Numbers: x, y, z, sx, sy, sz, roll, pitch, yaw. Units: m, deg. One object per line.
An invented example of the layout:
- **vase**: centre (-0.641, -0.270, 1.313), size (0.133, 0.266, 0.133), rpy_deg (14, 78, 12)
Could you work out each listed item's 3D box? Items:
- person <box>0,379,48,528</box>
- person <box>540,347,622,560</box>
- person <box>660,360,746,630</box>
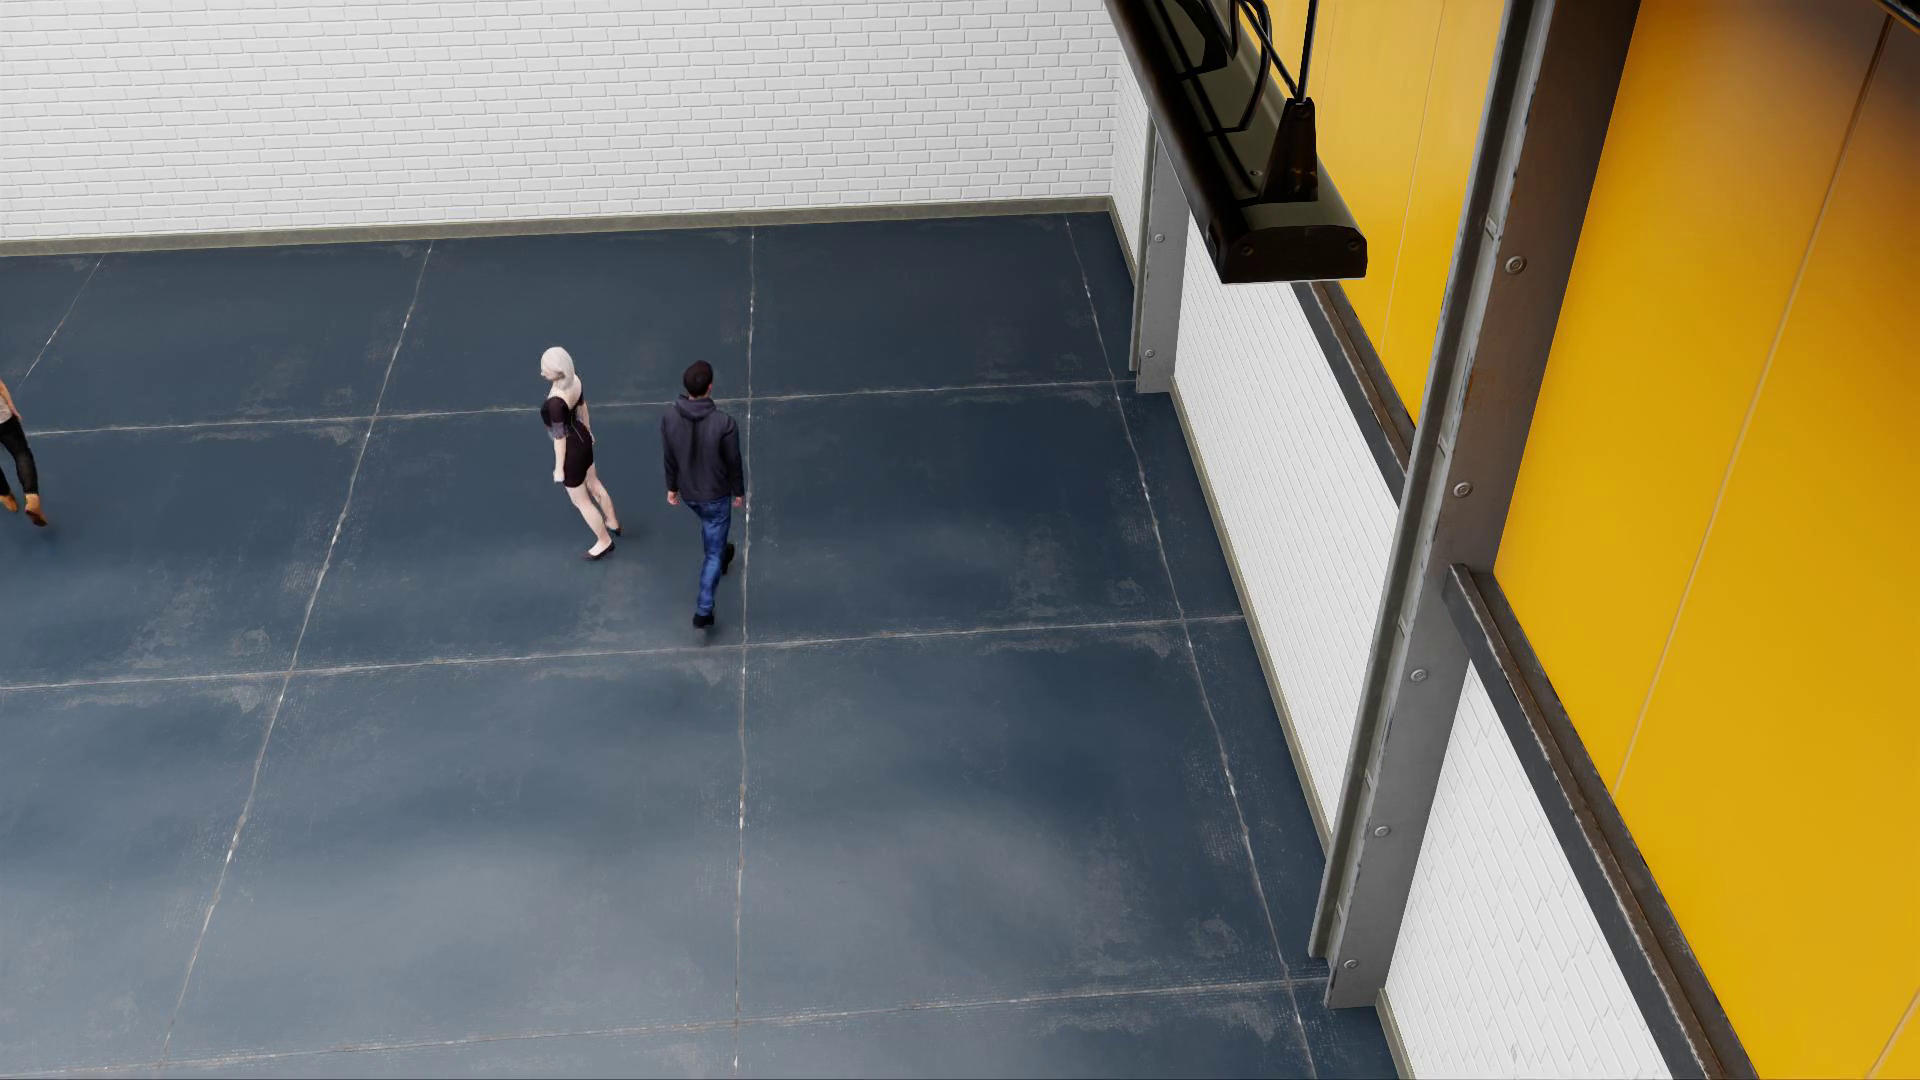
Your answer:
- **person**: centre (-6.899, -0.823, 11.781), size (0.851, 1.702, 1.043), rpy_deg (-20, 43, -23)
- **person**: centre (-2.610, -0.603, 11.424), size (0.869, 1.804, 0.571), rpy_deg (12, 40, 15)
- **person**: centre (-1.698, -0.259, 10.958), size (0.933, 1.848, 1.313), rpy_deg (8, 39, 10)
